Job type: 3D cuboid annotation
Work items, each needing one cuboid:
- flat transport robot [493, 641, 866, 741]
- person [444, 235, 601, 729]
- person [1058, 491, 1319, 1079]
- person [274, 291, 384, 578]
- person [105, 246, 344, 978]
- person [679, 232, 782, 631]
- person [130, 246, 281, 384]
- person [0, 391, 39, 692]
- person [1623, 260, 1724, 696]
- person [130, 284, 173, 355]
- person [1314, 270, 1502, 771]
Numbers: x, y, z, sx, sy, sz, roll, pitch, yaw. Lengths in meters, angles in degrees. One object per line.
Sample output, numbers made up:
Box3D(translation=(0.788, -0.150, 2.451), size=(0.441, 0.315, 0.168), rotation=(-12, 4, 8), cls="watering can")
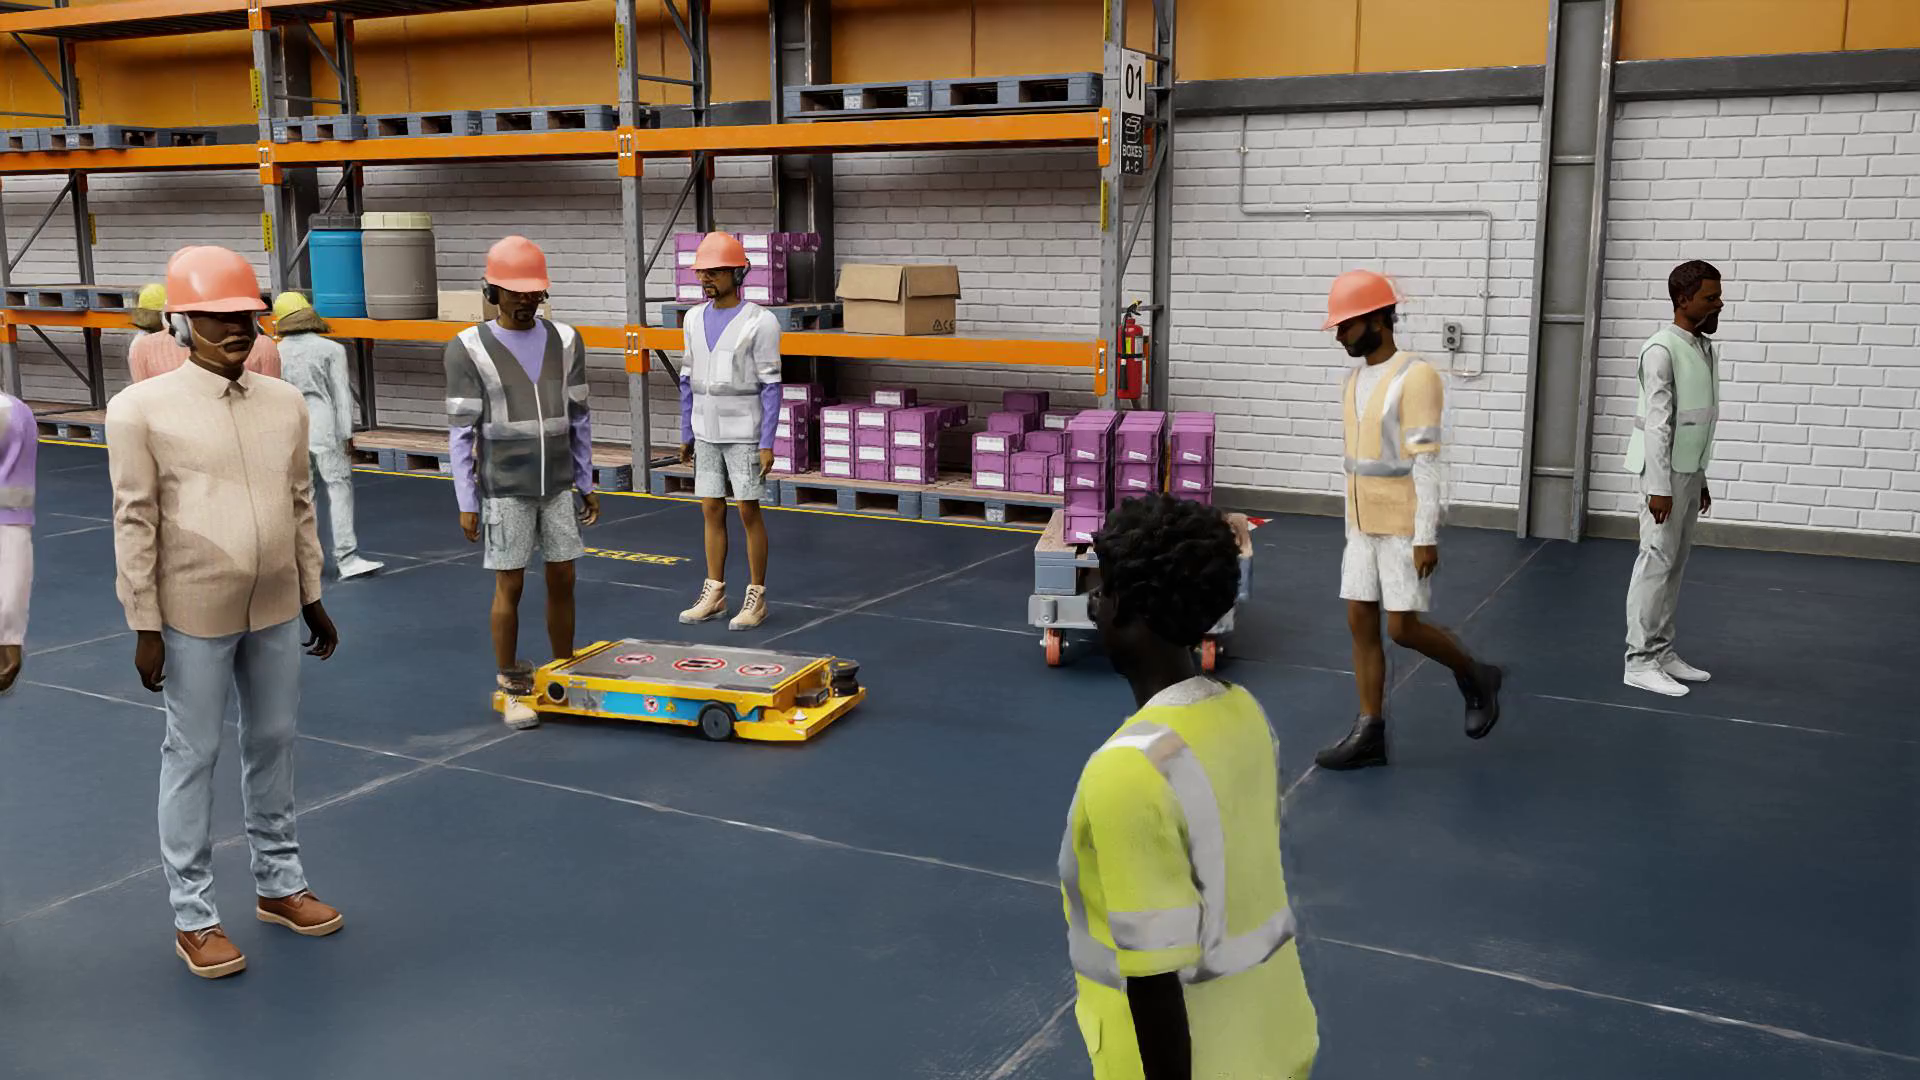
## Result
Box3D(translation=(-1.182, 0.615, 7.057), size=(1.431, 0.197, 0.652), rotation=(3, 11, 18), cls="flat transport robot")
Box3D(translation=(-1.779, -0.225, 6.860), size=(0.623, 2.027, 0.410), rotation=(-9, 14, -40), cls="person")
Box3D(translation=(0.343, 0.764, 2.396), size=(0.439, 1.660, 0.550), rotation=(6, 12, 31), cls="person")
Box3D(translation=(-3.820, -0.624, 9.921), size=(0.620, 1.698, 0.433), rotation=(0, 10, 2), cls="person")
Box3D(translation=(-2.031, 0.191, 4.649), size=(0.378, 1.996, 0.610), rotation=(7, 12, 32), cls="person")
Box3D(translation=(-1.206, -0.550, 8.581), size=(0.605, 2.045, 0.377), rotation=(6, 12, 29), cls="person")
Box3D(translation=(-3.196, -0.253, 7.129), size=(0.609, 1.985, 0.409), rotation=(-3, 11, -16), cls="person")
Box3D(translation=(-2.907, 0.197, 4.696), size=(0.622, 1.978, 1.096), rotation=(-7, 12, -34), cls="person")
Box3D(translation=(3.199, -0.282, 7.456), size=(0.391, 1.920, 0.593), rotation=(8, 13, 39), cls="person")
Box3D(translation=(-4.964, -0.721, 10.384), size=(0.363, 1.729, 0.522), rotation=(-1, 10, -5), cls="person")
Box3D(translation=(1.710, -0.074, 6.352), size=(0.697, 1.906, 0.593), rotation=(-4, 11, -21), cls="person")
